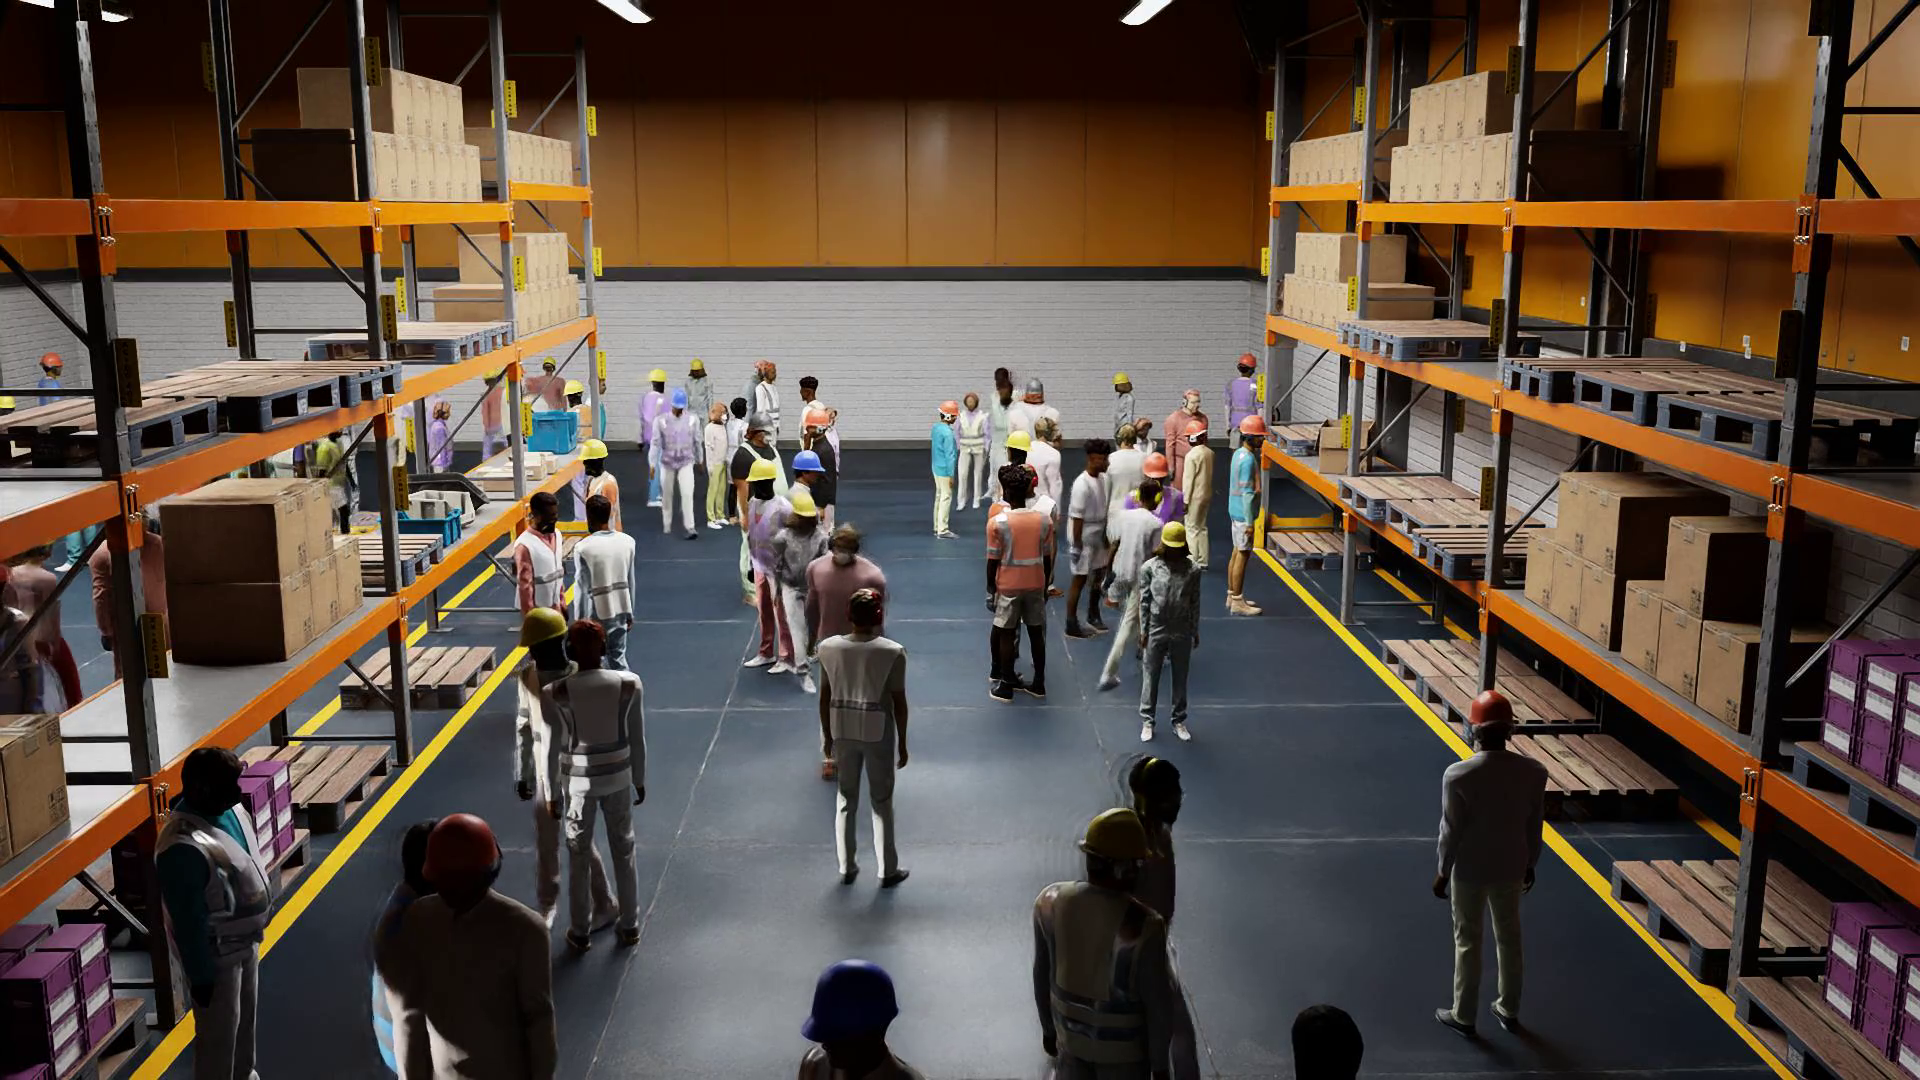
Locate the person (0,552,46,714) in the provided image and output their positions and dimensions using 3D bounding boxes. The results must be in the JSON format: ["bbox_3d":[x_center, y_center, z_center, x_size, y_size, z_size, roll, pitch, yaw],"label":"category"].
[{"bbox_3d":[-7.582,0.509,13.204,0.612,1.991,0.392,4,12,19],"label":"person"}]

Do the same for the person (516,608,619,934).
[{"bbox_3d":[-2.258,1.309,9.433,0.608,1.899,0.409,5,12,24],"label":"person"}]

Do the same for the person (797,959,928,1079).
[{"bbox_3d":[-0.283,2.166,5.004,0.616,1.945,0.404,9,15,39],"label":"person"}]

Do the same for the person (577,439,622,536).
[{"bbox_3d":[-3.474,-0.028,16.085,0.399,1.919,0.588,-6,13,-26],"label":"person"}]

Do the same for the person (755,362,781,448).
[{"bbox_3d":[-2.802,-1.672,24.410,0.341,1.882,0.587,3,12,13],"label":"person"}]

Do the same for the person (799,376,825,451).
[{"bbox_3d":[-1.911,-1.162,21.681,0.379,1.958,0.606,3,12,13],"label":"person"}]

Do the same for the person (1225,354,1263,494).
[{"bbox_3d":[4.104,-1.657,23.935,0.607,2.044,0.379,7,13,33],"label":"person"}]

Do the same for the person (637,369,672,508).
[{"bbox_3d":[-4.147,-1.421,23.121,0.593,1.899,0.763,9,14,37],"label":"person"}]

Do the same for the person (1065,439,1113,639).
[{"bbox_3d":[1.246,-0.010,15.978,0.453,1.949,0.612,4,12,20],"label":"person"}]

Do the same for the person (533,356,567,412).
[{"bbox_3d":[-6.585,-2.069,26.739,0.528,1.752,0.340,-2,12,-11],"label":"person"}]

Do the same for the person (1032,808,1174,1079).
[{"bbox_3d":[0.573,1.930,6.498,0.600,1.821,0.404,8,14,36],"label":"person"}]

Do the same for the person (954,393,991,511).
[{"bbox_3d":[0.158,-1.187,22.659,0.525,1.605,0.774,2,11,10],"label":"person"}]

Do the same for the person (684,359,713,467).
[{"bbox_3d":[-4.170,-2.026,26.567,0.485,1.737,0.344,3,12,14],"label":"person"}]

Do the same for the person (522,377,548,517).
[{"bbox_3d":[-5.755,-1.234,22.181,0.710,1.888,0.694,2,11,10],"label":"person"}]

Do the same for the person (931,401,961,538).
[{"bbox_3d":[-0.165,-0.880,20.816,0.355,1.737,0.573,-4,12,-18],"label":"person"}]

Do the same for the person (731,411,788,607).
[{"bbox_3d":[-2.053,-0.338,17.329,0.536,2.000,0.694,5,12,24],"label":"person"}]

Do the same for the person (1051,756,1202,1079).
[{"bbox_3d":[0.779,1.797,7.211,1.003,1.817,0.512,8,14,34],"label":"person"}]

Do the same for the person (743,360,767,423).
[{"bbox_3d":[-2.935,-1.728,24.680,0.401,1.894,0.653,6,13,29],"label":"person"}]

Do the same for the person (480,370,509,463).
[{"bbox_3d":[-7.035,-1.763,25.291,0.917,1.722,0.536,10,15,41],"label":"person"}]

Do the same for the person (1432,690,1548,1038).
[{"bbox_3d":[2.621,1.606,8.306,0.571,1.747,0.342,-3,12,-13],"label":"person"}]

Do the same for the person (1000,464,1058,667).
[{"bbox_3d":[0.601,0.215,15.043,0.571,1.845,0.382,5,12,23],"label":"person"}]

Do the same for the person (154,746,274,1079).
[{"bbox_3d":[-3.227,1.776,7.275,0.429,1.831,0.631,-1,11,-5],"label":"person"}]

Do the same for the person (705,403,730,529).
[{"bbox_3d":[-3.113,-0.968,21.511,0.269,1.632,0.504,6,13,26],"label":"person"}]

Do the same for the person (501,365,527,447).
[{"bbox_3d":[-6.223,-1.509,23.314,0.377,1.995,0.608,-3,12,-14],"label":"person"}]

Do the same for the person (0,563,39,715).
[{"bbox_3d":[-6.124,1.052,10.611,0.542,1.939,0.363,4,12,21],"label":"person"}]

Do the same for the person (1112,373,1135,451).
[{"bbox_3d":[2.370,-1.578,24.333,0.320,1.732,0.490,-4,12,-21],"label":"person"}]

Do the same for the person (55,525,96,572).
[{"bbox_3d":[-10.153,-0.594,18.946,0.408,1.909,0.638,2,11,10],"label":"person"}]

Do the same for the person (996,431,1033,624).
[{"bbox_3d":[0.548,-0.139,16.629,0.383,1.923,0.588,3,12,14],"label":"person"}]

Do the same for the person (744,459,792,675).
[{"bbox_3d":[-1.701,0.231,14.760,0.384,1.925,0.593,-11,16,-44],"label":"person"}]

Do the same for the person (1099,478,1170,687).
[{"bbox_3d":[1.523,0.354,14.491,1.011,1.802,0.581,-10,15,-41],"label":"person"}]

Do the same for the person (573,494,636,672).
[{"bbox_3d":[-2.762,0.592,13.007,0.396,1.908,0.600,7,14,33],"label":"person"}]

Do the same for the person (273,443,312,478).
[{"bbox_3d":[-7.729,-0.622,19.276,0.561,1.836,0.393,10,15,40],"label":"person"}]

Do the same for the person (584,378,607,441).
[{"bbox_3d":[-5.024,-1.365,22.986,0.342,1.839,0.502,-1,11,-7],"label":"person"}]
